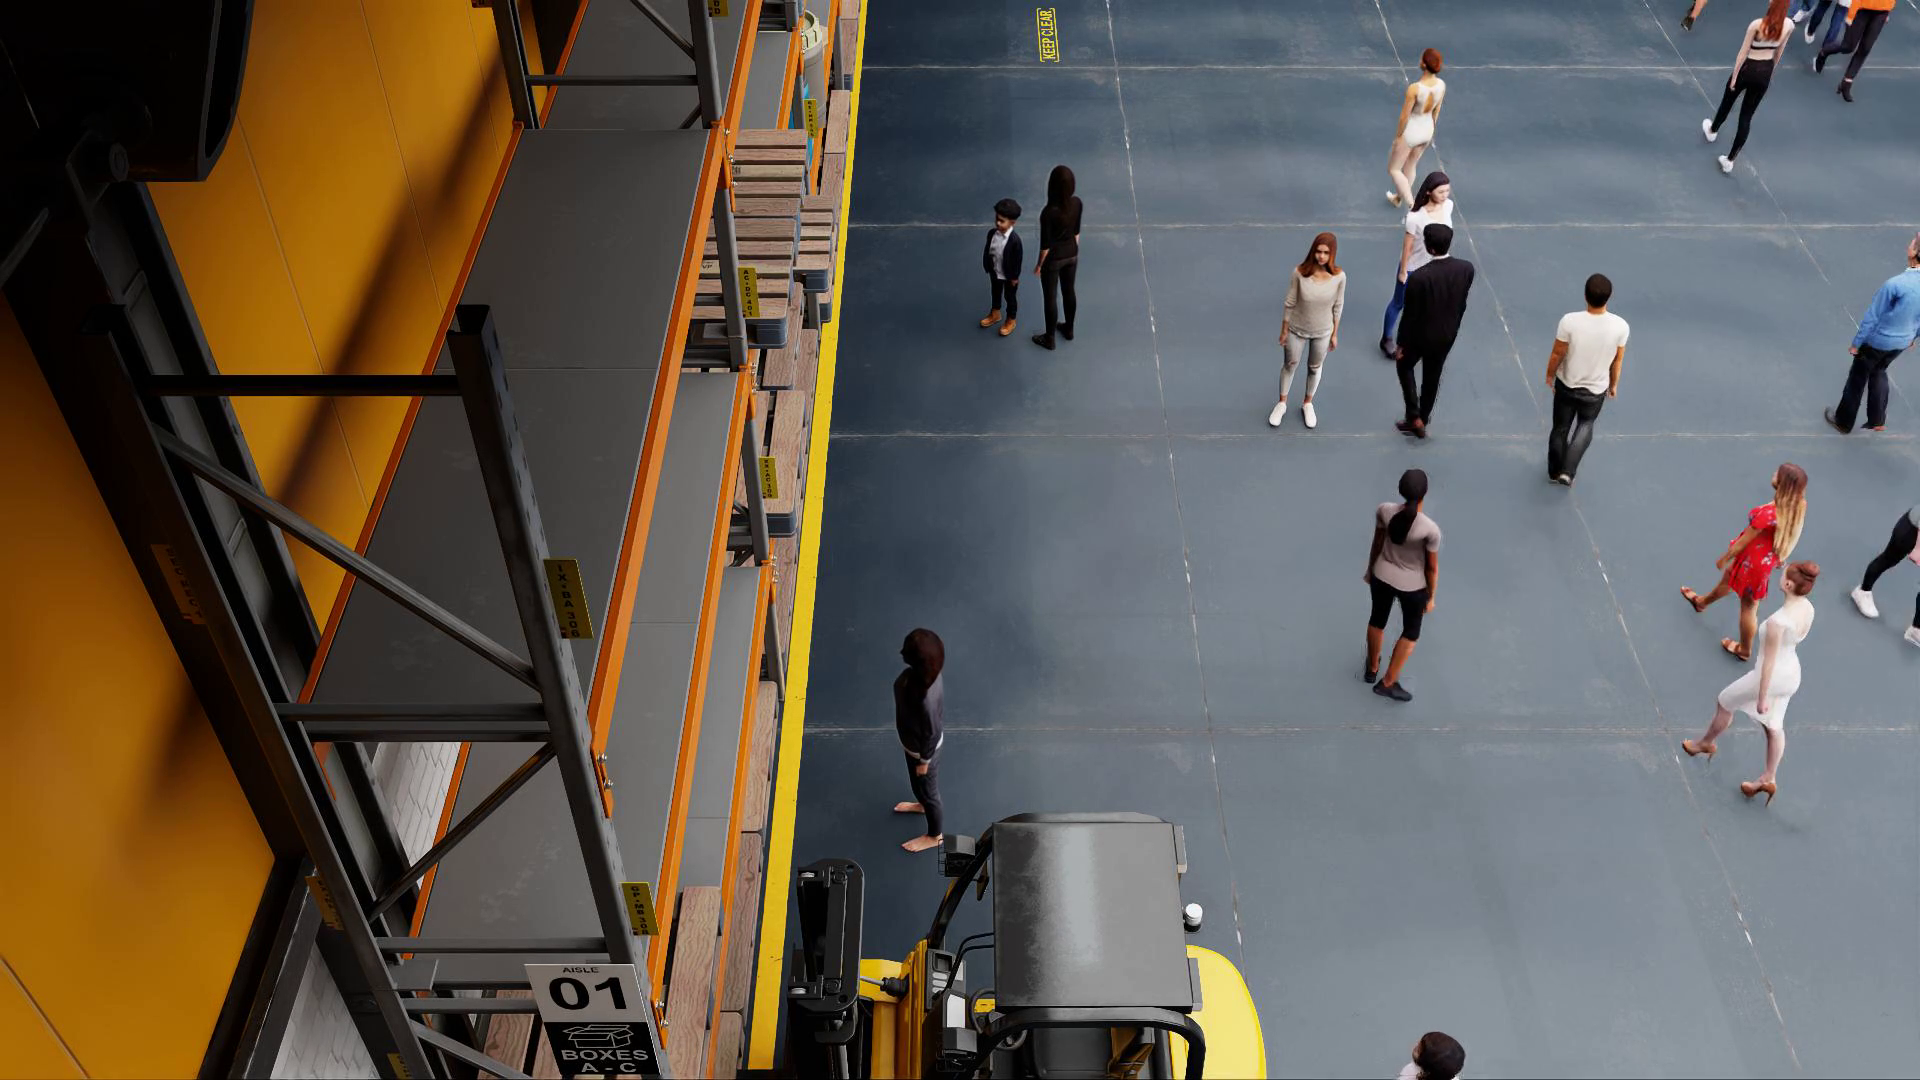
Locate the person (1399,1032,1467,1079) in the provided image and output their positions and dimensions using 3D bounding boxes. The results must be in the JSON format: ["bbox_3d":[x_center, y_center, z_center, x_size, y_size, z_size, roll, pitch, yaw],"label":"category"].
[{"bbox_3d":[2.208,2.880,8.085,0.723,1.564,0.617,19,47,19],"label":"person"}]

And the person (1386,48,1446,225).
[{"bbox_3d":[4.082,-3.574,14.812,0.762,1.629,0.947,-16,46,-16],"label":"person"}]

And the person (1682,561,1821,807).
[{"bbox_3d":[4.936,0.925,10.003,0.852,1.747,0.964,-27,50,-26],"label":"person"}]

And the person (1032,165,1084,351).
[{"bbox_3d":[0.809,-2.283,13.447,0.644,1.642,0.674,-27,50,-25],"label":"person"}]

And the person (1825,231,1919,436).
[{"bbox_3d":[7.017,-1.484,12.485,0.752,1.812,0.805,-8,44,-8],"label":"person"}]

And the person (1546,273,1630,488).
[{"bbox_3d":[4.504,-1.083,12.086,0.809,1.784,0.871,14,45,14],"label":"person"}]

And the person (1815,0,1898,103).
[{"bbox_3d":[8.958,-5.250,16.500,0.709,1.728,0.927,-7,44,-7],"label":"person"}]

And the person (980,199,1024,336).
[{"bbox_3d":[0.368,-2.272,13.737,0.588,1.227,0.640,31,52,29],"label":"person"}]

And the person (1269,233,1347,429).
[{"bbox_3d":[2.669,-1.620,12.700,0.630,1.713,0.589,6,44,6],"label":"person"}]

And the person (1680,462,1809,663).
[{"bbox_3d":[5.291,0.198,10.897,0.852,1.568,1.011,-21,48,-21],"label":"person"}]

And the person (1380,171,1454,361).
[{"bbox_3d":[3.673,-2.209,13.341,0.675,1.682,0.694,-23,48,-23],"label":"person"}]

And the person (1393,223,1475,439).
[{"bbox_3d":[3.552,-1.496,12.465,0.759,1.859,0.715,-4,44,-4],"label":"person"}]

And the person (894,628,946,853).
[{"bbox_3d":[-0.220,1.150,9.753,0.711,1.768,0.530,-8,44,-8],"label":"person"}]

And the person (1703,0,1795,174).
[{"bbox_3d":[7.383,-4.226,15.441,0.629,1.706,1.056,2,44,2],"label":"person"}]

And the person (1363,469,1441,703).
[{"bbox_3d":[2.821,0.290,10.680,0.883,1.734,0.849,-33,53,-30],"label":"person"}]

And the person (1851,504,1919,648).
[{"bbox_3d":[6.384,-0.110,11.115,0.741,1.714,0.993,-8,44,-9],"label":"person"}]
